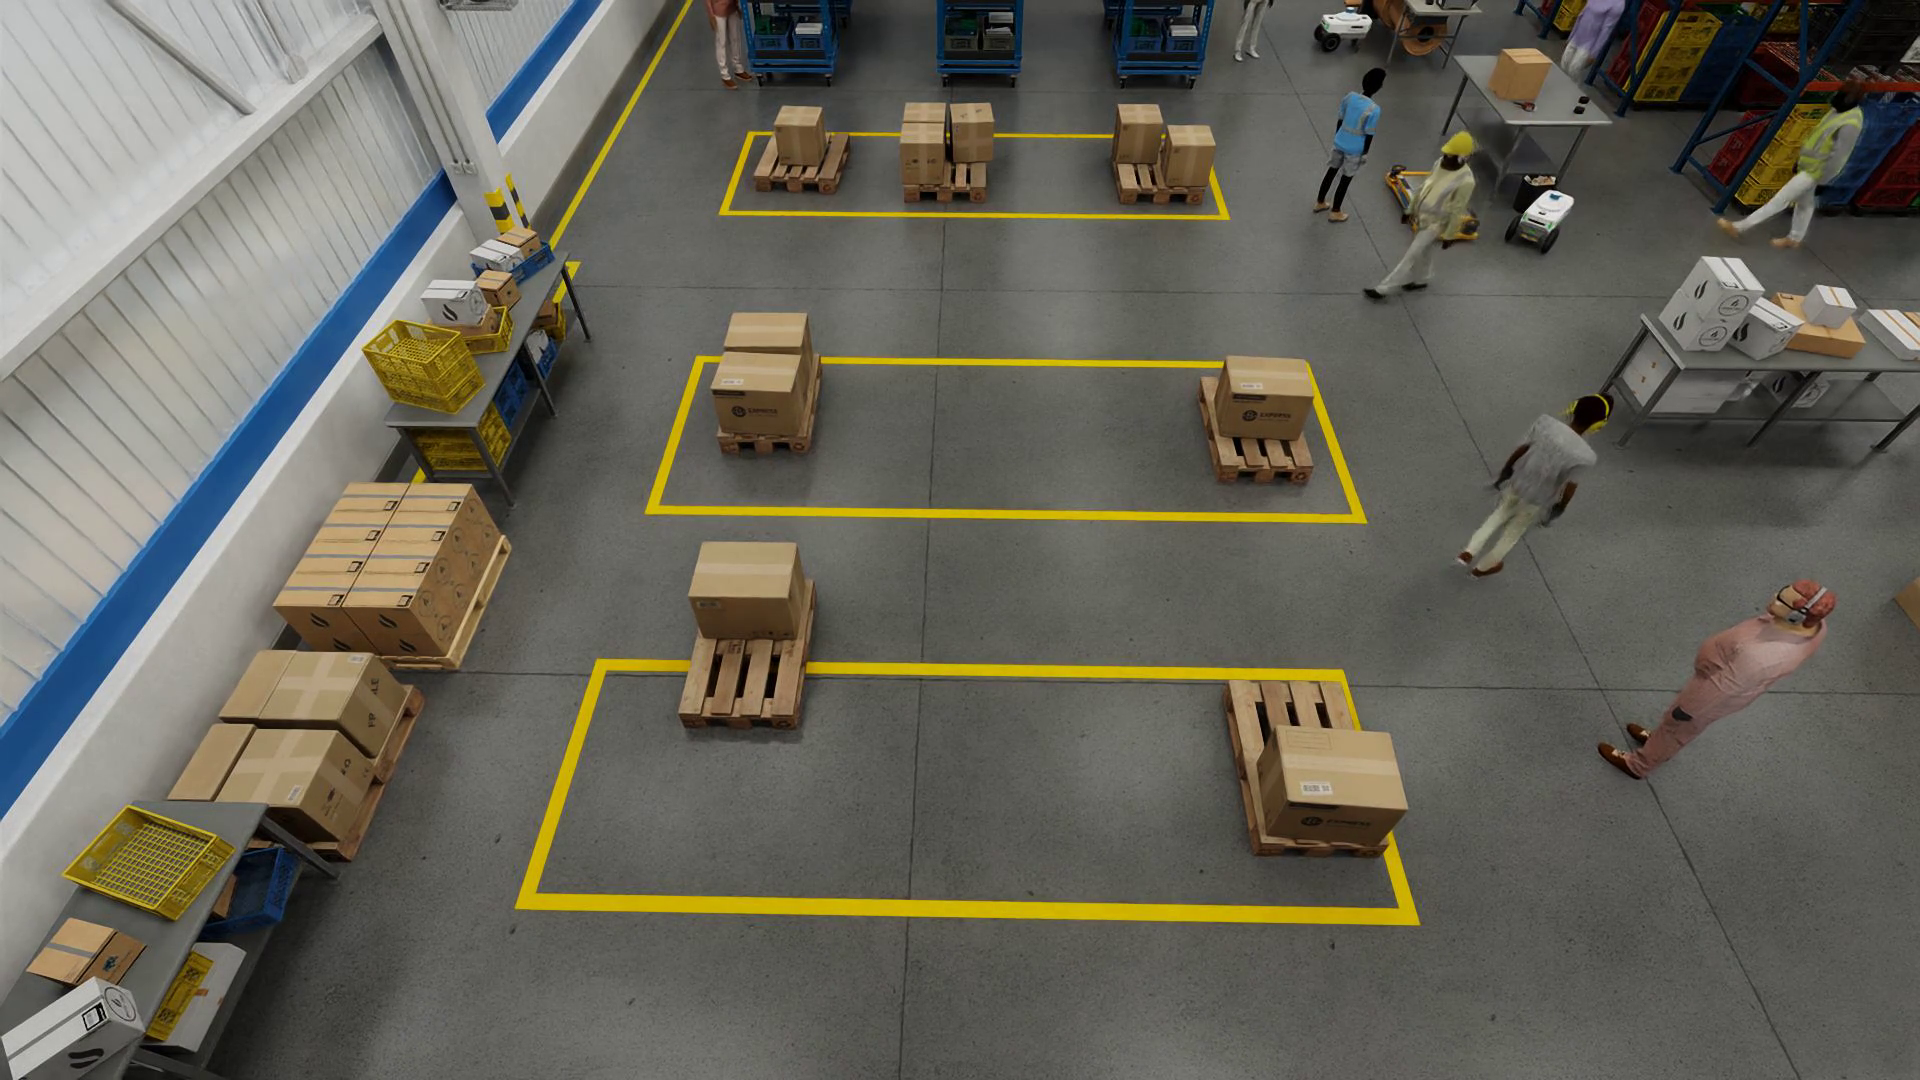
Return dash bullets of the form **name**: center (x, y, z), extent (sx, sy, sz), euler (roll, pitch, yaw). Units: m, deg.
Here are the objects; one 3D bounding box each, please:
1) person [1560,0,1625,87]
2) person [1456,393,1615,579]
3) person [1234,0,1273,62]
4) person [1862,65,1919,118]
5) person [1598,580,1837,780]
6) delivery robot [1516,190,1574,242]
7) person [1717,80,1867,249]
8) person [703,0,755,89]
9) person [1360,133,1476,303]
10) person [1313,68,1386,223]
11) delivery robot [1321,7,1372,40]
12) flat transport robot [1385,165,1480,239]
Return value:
- **person**: center (8.186, -6.491, 12.046), extent (0.370, 1.932, 0.631), euler (-4, 49, -3)
- **person**: center (4.224, -0.355, 6.783), extent (0.438, 1.852, 0.551), euler (-22, 53, -18)
- **person**: center (4.405, -7.989, 13.531), extent (0.514, 1.639, 0.310), euler (-17, 51, -14)
- **person**: center (11.685, -5.762, 11.443), extent (0.337, 1.882, 0.583), euler (-20, 52, -17)
- **person**: center (4.683, 0.891, 5.678), extent (0.646, 1.901, 0.401), euler (-25, 54, -20)
- **delivery robot**: center (6.739, -3.758, 10.522), extent (0.477, 0.478, 0.707), euler (35, 58, 26)
- **person**: center (9.309, -4.088, 10.069), extent (0.925, 1.778, 0.653), euler (23, 53, 19)
- **person**: center (-3.266, -7.388, 12.796), extent (0.502, 1.983, 0.660), euler (27, 54, 21)
- **person**: center (4.715, -3.262, 9.343), extent (0.892, 1.782, 0.608), euler (-4, 49, -3)
- **person**: center (4.462, -4.496, 10.468), extent (0.317, 1.696, 0.540), euler (-21, 52, -17)
- **delivery robot**: center (5.958, -7.958, 14.157), extent (0.707, 0.478, 0.477), euler (-1, 49, -1)
- **flat transport robot**: center (5.692, -4.094, 11.059), extent (0.652, 0.197, 1.431), euler (1, 49, 1)
